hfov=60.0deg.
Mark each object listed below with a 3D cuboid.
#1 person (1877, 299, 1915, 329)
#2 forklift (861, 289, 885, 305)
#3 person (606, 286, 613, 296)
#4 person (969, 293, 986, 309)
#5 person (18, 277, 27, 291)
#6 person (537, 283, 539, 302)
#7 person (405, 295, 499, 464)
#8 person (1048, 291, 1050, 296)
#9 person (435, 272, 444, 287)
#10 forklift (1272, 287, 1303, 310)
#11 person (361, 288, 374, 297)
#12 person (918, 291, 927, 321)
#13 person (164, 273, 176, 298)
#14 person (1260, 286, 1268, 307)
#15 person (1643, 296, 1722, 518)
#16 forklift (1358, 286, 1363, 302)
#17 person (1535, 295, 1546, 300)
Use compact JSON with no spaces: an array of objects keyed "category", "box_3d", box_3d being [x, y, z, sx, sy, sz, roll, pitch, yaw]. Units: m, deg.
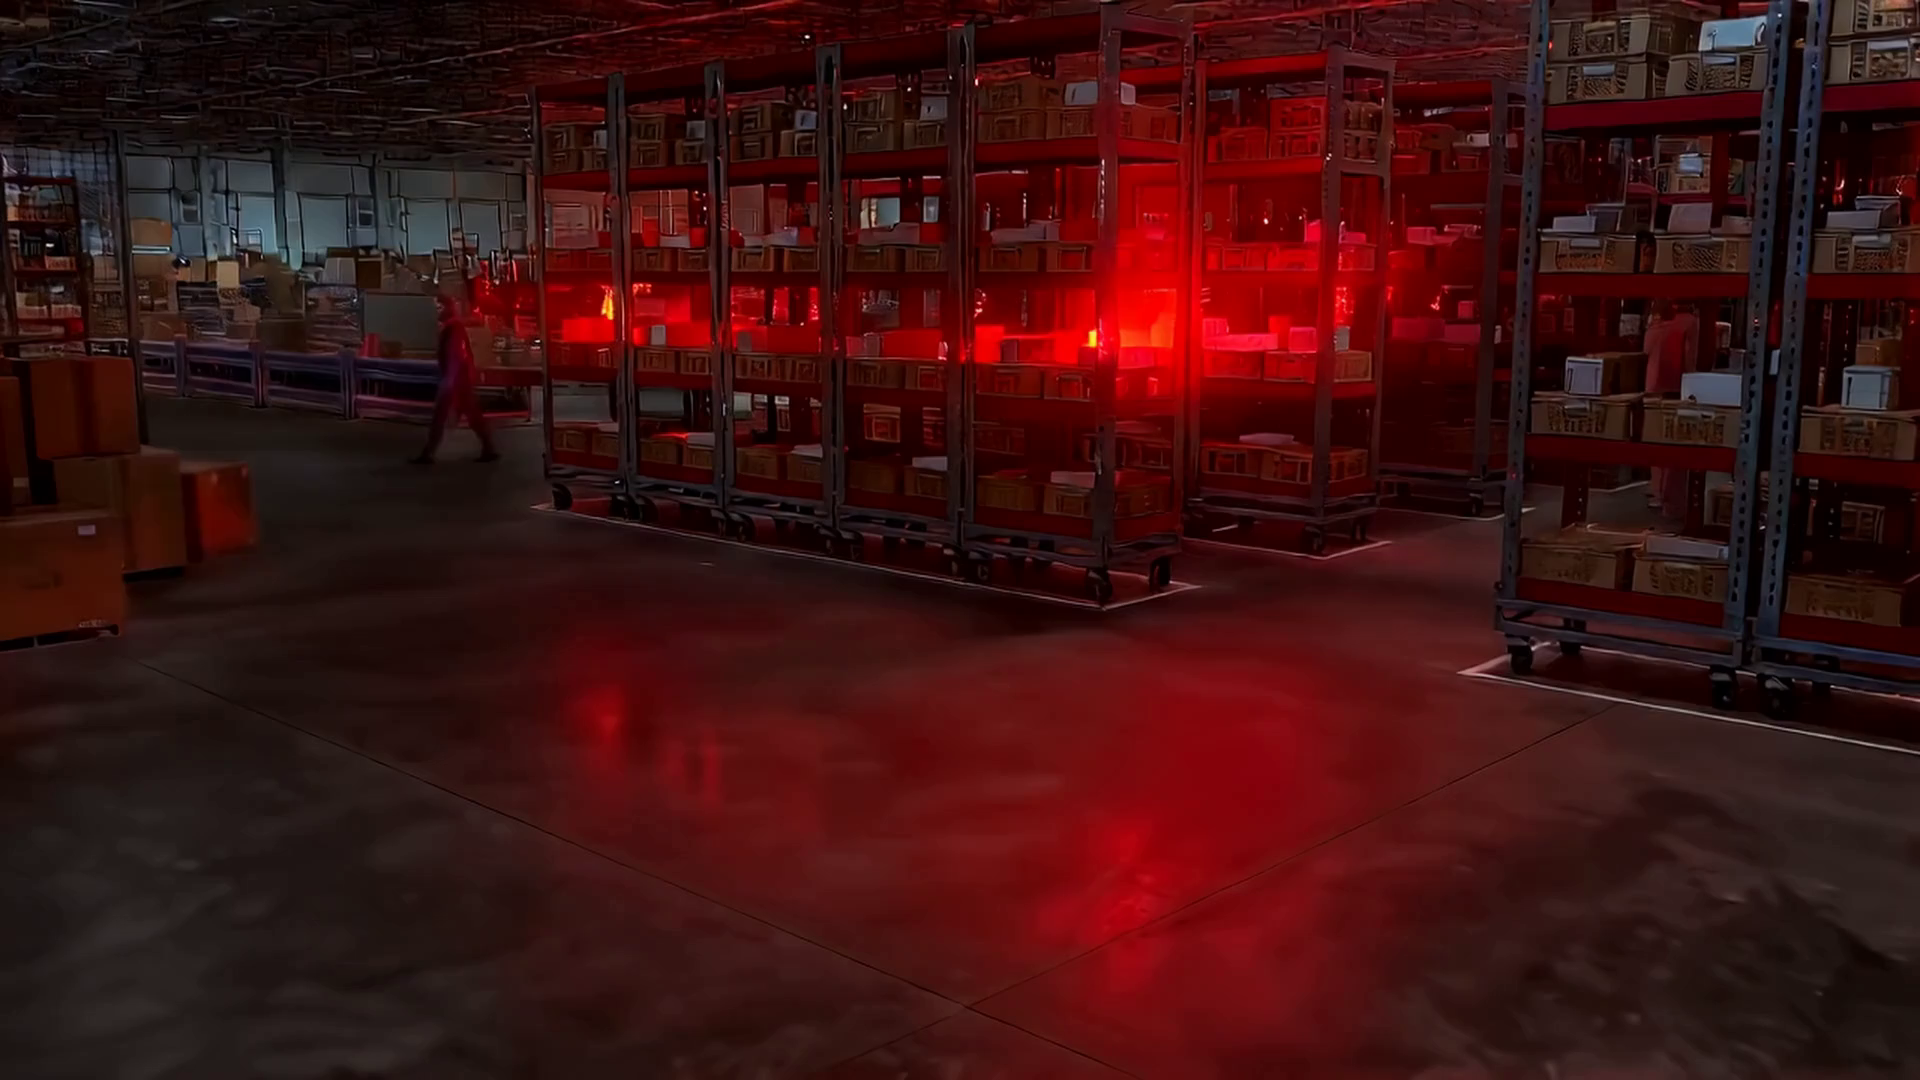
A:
[{"category":"person","box_3d":[10.201,-1.864,17.930,0.615,2.041,0.376,8,12,39]},{"category":"forklift","box_3d":[-4.087,-11.394,73.804,1.873,2.768,1.129,9,13,43]},{"category":"person","box_3d":[-13.429,-9.212,64.043,0.319,1.695,0.536,-9,13,-43]},{"category":"person","box_3d":[0.199,-2.525,22.921,0.746,1.741,0.530,-7,12,-37]},{"category":"person","box_3d":[-37.467,-9.720,66.755,0.604,1.822,0.997,-2,10,-14]},{"category":"person","box_3d":[-14.948,-8.438,59.543,0.501,1.617,0.489,8,12,41]},{"category":"person","box_3d":[-5.378,-1.692,17.639,0.971,1.792,0.590,-6,11,-35]},{"category":"person","box_3d":[2.931,-7.892,55.886,0.494,1.725,0.558,-3,10,-16]},{"category":"person","box_3d":[-19.444,-9.044,62.280,0.373,1.934,0.551,-8,12,-39]},{"category":"forklift","box_3d":[10.769,-8.203,54.240,1.129,2.768,1.873,8,12,42]},{"category":"person","box_3d":[-19.246,-7.728,54.037,0.623,1.992,0.397,3,10,20]},{"category":"person","box_3d":[-1.030,-5.628,41.715,0.403,1.817,0.601,-3,10,-20]},{"category":"person","box_3d":[-35.847,-11.188,75.634,0.603,1.867,0.504,-3,10,-18]},{"category":"person","box_3d":[9.617,-7.428,53.021,0.816,1.728,0.535,8,12,41]},{"category":"person","box_3d":[5.989,-1.175,13.848,0.618,1.997,0.373,3,10,17]},{"category":"forklift","box_3d":[11.100,-7.017,46.970,1.873,2.768,1.129,9,13,43]},{"category":"person","box_3d":[11.398,-4.187,32.929,0.596,1.802,0.835,9,13,43]}]
